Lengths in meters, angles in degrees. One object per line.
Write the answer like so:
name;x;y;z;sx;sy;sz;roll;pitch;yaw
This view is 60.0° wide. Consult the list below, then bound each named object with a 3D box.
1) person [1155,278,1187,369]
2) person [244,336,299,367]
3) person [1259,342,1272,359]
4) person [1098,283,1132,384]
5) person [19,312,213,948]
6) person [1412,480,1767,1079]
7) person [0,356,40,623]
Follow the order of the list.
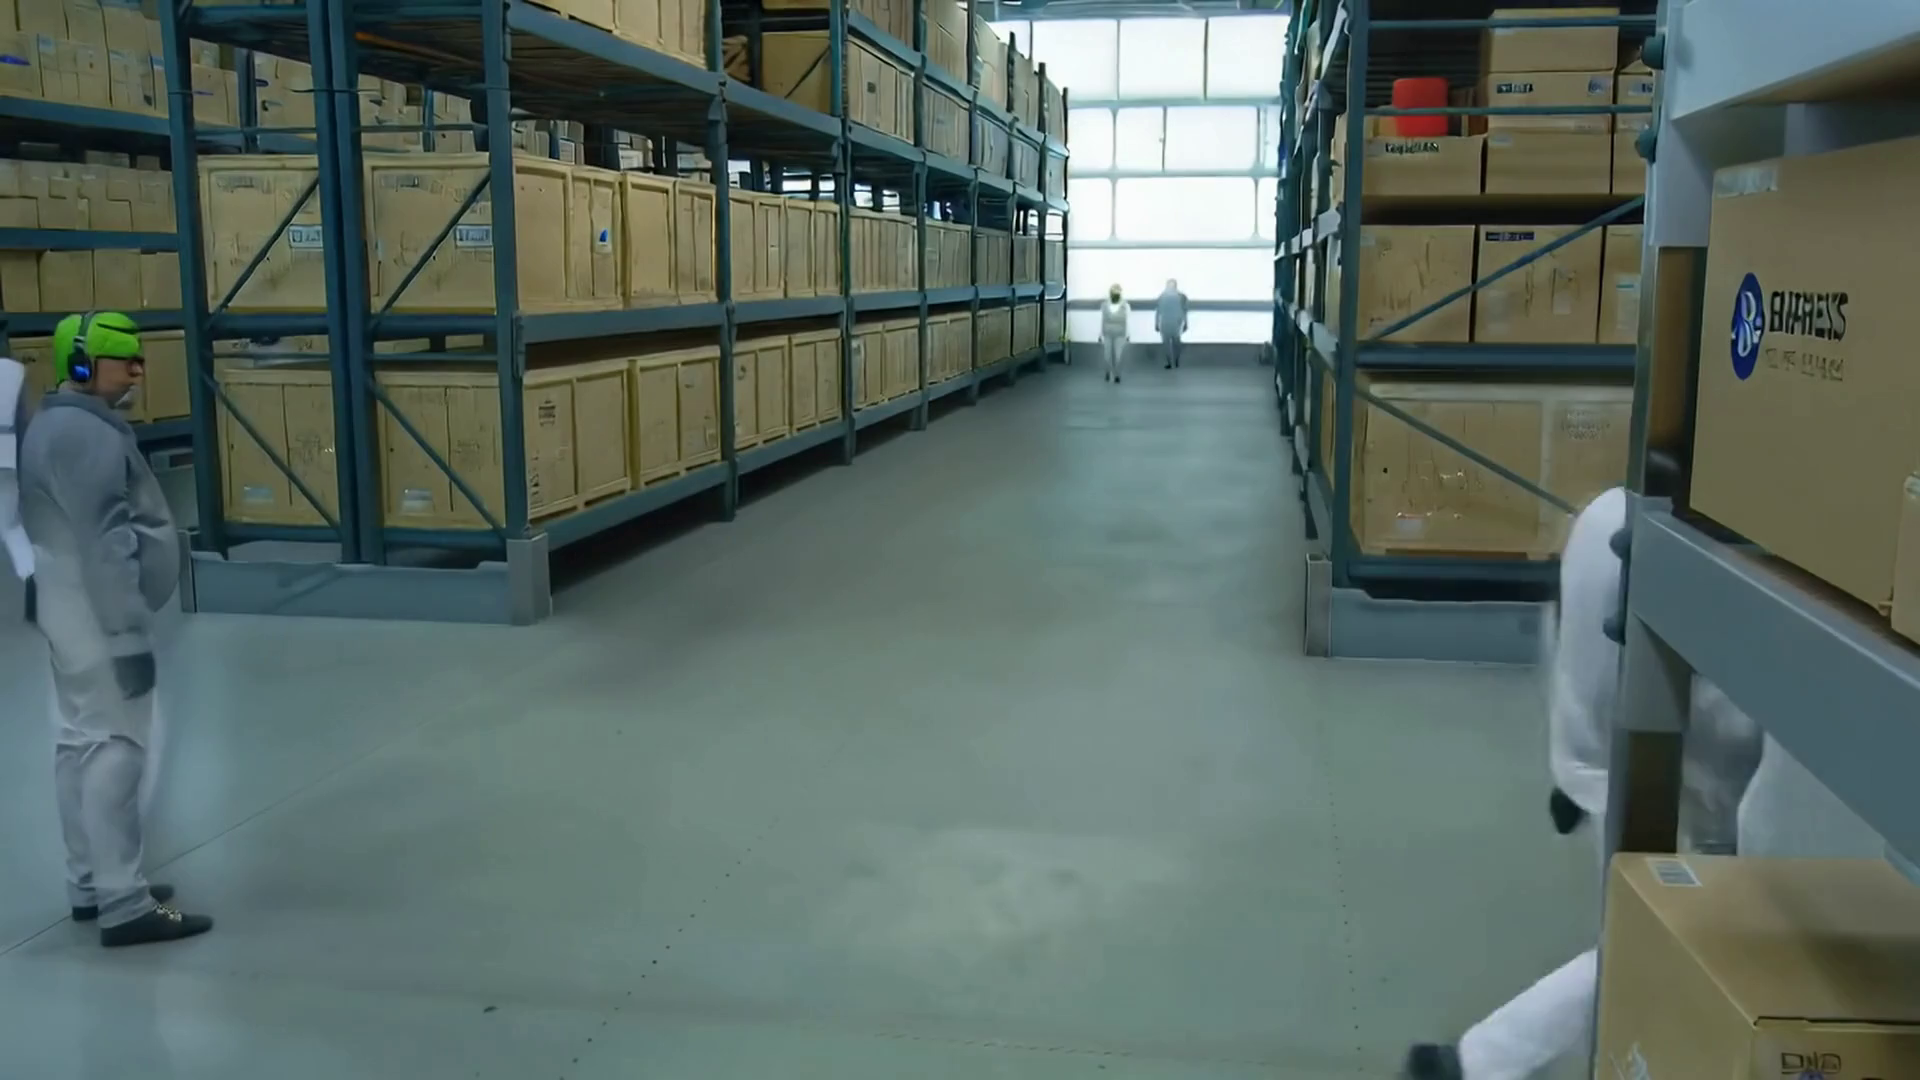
person;4.401;-4.518;34.771;0.658;1.890;0.433;3;10;18
person;-6.771;-1.407;16.381;0.523;1.583;0.866;-2;9;-15
person;7.113;-4.802;37.060;0.875;1.731;0.505;1;9;4
person;2.798;-3.729;30.106;0.626;1.812;0.435;2;9;10
person;-2.576;0.267;5.060;0.401;1.905;0.642;-7;12;-37
person;1.443;0.541;3.666;0.812;1.809;0.612;0;9;3
person;-5.545;-0.404;9.465;0.772;1.824;0.571;8;12;42
